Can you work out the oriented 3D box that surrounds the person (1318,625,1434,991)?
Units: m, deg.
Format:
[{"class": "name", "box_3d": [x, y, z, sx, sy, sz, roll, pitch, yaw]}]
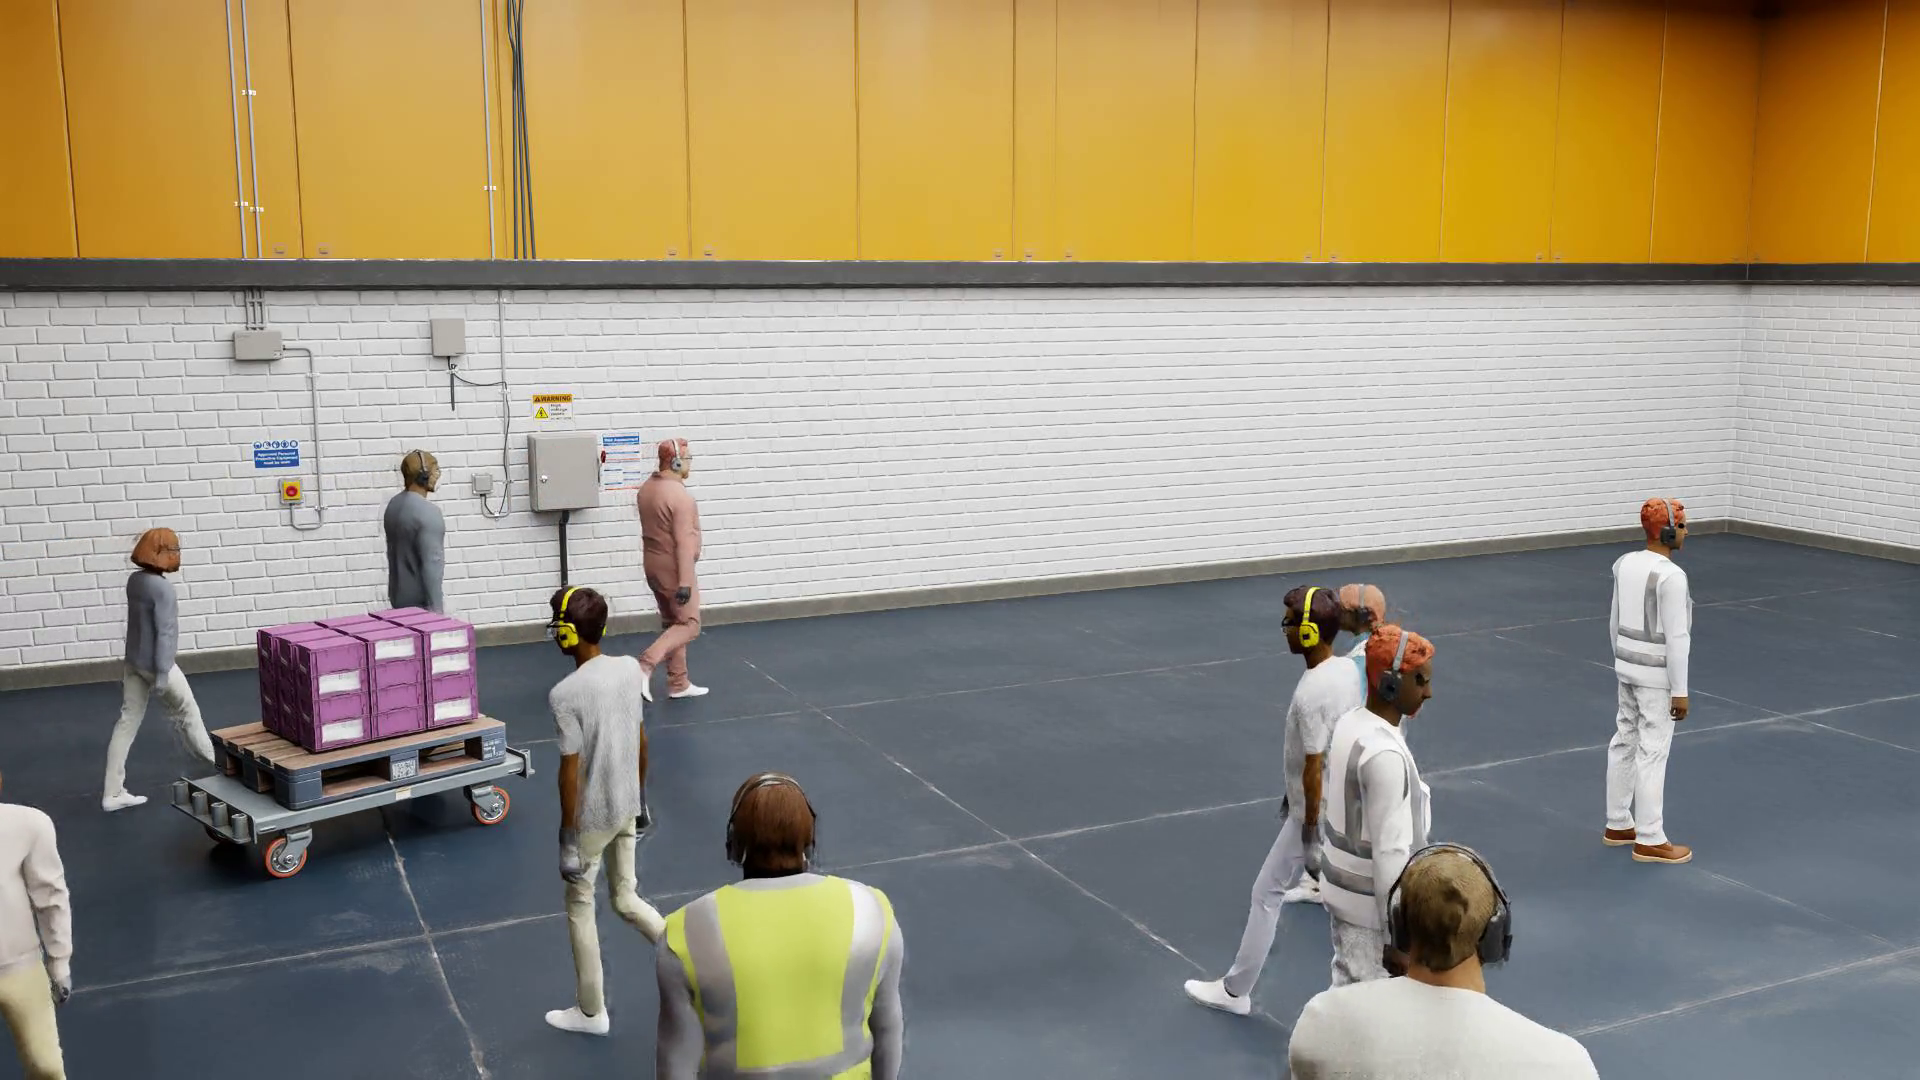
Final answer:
[{"class": "person", "box_3d": [1.378, 1.213, 5.525, 0.359, 1.886, 0.573, 0, 9, 2]}]

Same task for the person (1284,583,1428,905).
[{"class": "person", "box_3d": [1.945, 0.994, 7.763, 0.830, 1.601, 0.502, 2, 9, 13]}]

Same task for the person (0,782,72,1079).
[{"class": "person", "box_3d": [-3.139, 1.372, 5.366, 0.521, 1.613, 0.536, -4, 10, -24]}]

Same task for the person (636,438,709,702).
[{"class": "person", "box_3d": [-2.068, 0.228, 11.640, 0.616, 1.890, 0.647, -7, 11, -36]}]

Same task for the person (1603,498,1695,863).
[{"class": "person", "box_3d": [3.579, 0.717, 8.611, 0.355, 1.883, 0.574, -2, 9, -10]}]

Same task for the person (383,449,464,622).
[{"class": "person", "box_3d": [-3.364, 0.382, 10.564, 0.594, 1.918, 0.663, -8, 12, -42]}]

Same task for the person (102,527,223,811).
[{"class": "person", "box_3d": [-4.555, 0.717, 9.518, 0.509, 1.584, 0.843, 6, 11, 35]}]

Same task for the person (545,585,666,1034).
[{"class": "person", "box_3d": [-1.325, 1.087, 6.473, 0.705, 1.841, 0.547, 5, 11, 30]}]

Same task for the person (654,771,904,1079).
[{"class": "person", "box_3d": [-0.463, 1.463, 4.253, 0.650, 1.791, 0.942, -3, 10, -17]}]

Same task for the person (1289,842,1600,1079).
[{"class": "person", "box_3d": [0.904, 1.559, 3.300, 0.627, 1.915, 0.761, 8, 12, 41]}]

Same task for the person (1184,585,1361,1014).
[{"class": "person", "box_3d": [1.416, 1.074, 6.615, 0.953, 1.820, 0.527, 7, 12, 37]}]
